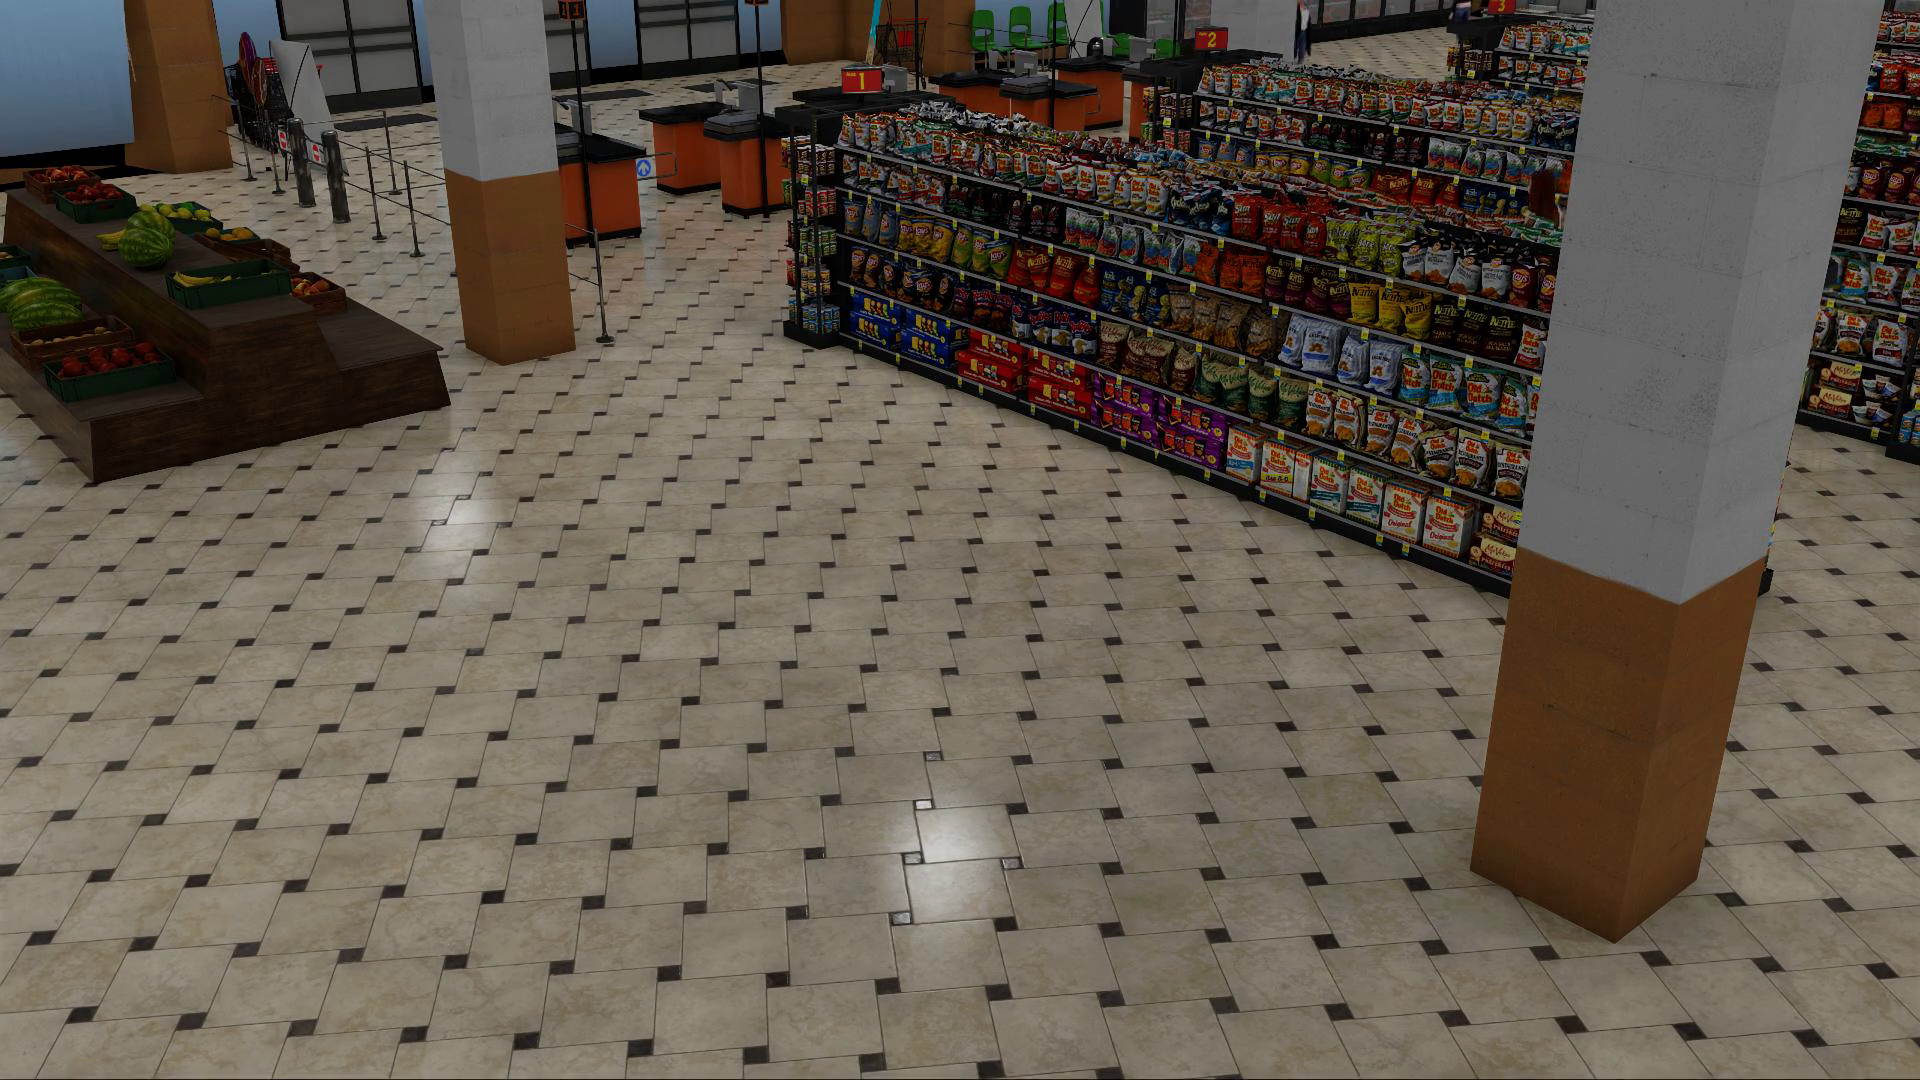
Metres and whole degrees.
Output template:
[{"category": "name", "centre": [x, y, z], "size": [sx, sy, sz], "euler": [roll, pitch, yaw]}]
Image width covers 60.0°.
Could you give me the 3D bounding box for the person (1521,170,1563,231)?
[{"category": "person", "centre": [4.540, -1.979, 13.052], "size": [0.643, 1.715, 1.100], "euler": [-17, 29, -34]}]

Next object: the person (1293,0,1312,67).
[{"category": "person", "centre": [5.583, -8.434, 27.861], "size": [0.606, 1.668, 0.921], "euler": [-19, 30, -37]}]

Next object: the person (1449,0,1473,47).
[{"category": "person", "centre": [9.267, -9.692, 30.592], "size": [0.608, 1.785, 0.660], "euler": [-14, 27, -30]}]
